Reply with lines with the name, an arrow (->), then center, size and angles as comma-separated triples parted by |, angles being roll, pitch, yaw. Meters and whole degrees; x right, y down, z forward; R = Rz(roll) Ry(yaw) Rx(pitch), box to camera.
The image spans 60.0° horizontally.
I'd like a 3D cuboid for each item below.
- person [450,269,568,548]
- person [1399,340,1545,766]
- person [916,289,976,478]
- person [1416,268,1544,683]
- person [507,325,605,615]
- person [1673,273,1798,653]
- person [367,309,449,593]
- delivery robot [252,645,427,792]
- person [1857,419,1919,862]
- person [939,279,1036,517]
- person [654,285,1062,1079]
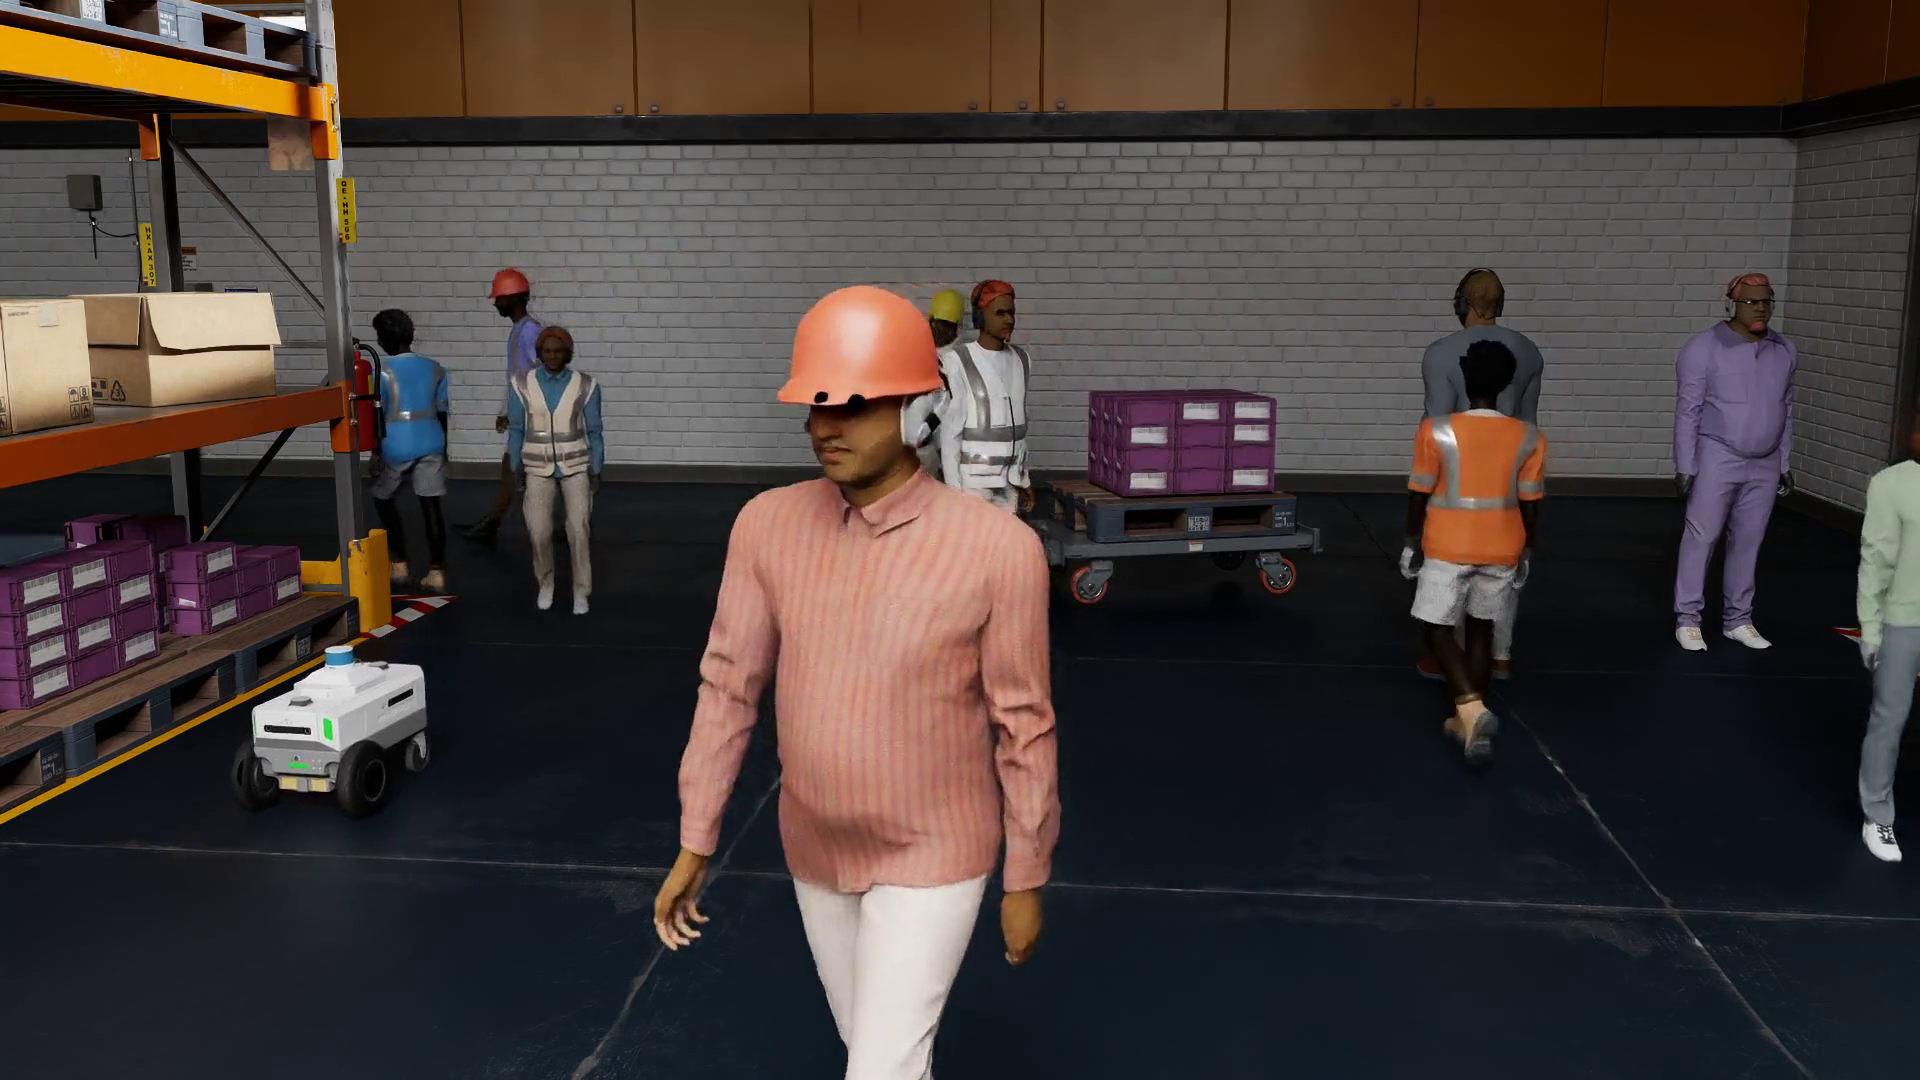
person -> -3.025, -0.894, 11.377 | 0.969, 1.882, 0.565 | -3, 10, -17
person -> 2.042, 0.053, 6.556 | 0.537, 1.674, 0.683 | -1, 10, -4
person -> -0.064, -0.647, 10.228 | 0.595, 1.799, 0.791 | 6, 12, 32
person -> 2.403, -0.292, 7.776 | 0.635, 1.937, 0.354 | -4, 11, -20
person -> -2.222, -0.377, 9.177 | 0.533, 1.614, 0.420 | -1, 10, -7
person -> 3.915, -0.381, 8.378 | 0.651, 1.906, 0.403 | -2, 10, -10
person -> -3.287, -0.527, 9.857 | 0.609, 1.666, 0.574 | 9, 13, 42
delivery robot -> -2.285, 0.635, 6.161 | 0.477, 0.478, 0.707 | 2, 10, 11
person -> 3.138, 0.308, 5.289 | 0.517, 1.605, 0.718 | 1, 10, 6
person -> 0.133, -0.273, 7.825 | 0.338, 1.882, 0.582 | 9, 13, 42
person -> -0.204, 0.561, 2.844 | 0.634, 1.955, 0.951 | 6, 12, 31
